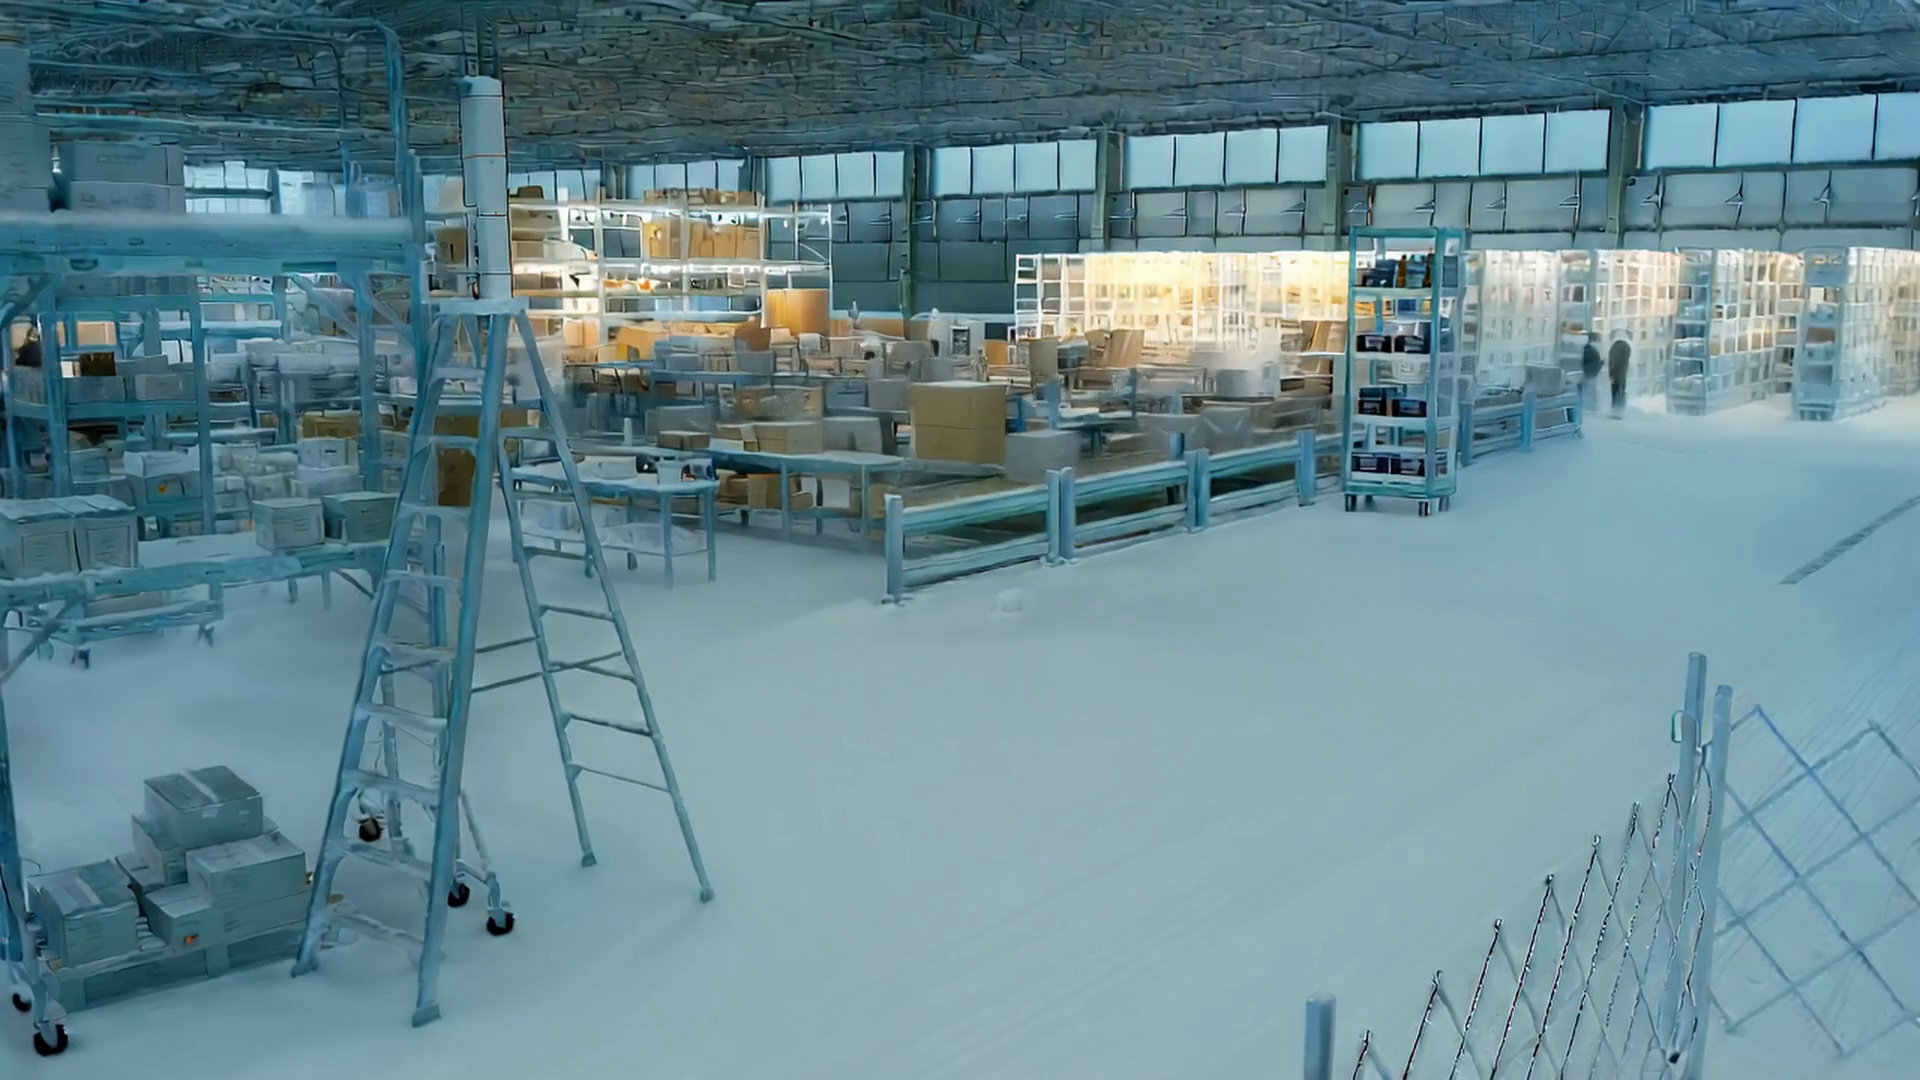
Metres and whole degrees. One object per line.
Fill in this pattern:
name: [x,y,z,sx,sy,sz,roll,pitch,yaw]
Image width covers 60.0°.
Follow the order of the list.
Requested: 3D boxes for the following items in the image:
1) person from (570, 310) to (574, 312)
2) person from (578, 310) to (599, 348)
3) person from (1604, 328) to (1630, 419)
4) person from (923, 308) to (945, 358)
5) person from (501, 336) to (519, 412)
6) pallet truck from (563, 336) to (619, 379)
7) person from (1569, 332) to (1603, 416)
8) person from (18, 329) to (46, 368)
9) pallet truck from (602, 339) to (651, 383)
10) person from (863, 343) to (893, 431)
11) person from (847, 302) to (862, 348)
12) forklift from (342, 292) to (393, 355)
person: [-16.865,-9.287,71.365,0.626,1.788,0.889,7,11,37]
person: [-11.317,-6.037,50.687,0.623,1.932,0.367,-1,9,-9]
person: [13.695,-3.468,34.715,0.400,1.903,0.645,9,13,44]
person: [-0.837,-6.254,51.886,0.623,1.974,0.608,7,11,36]
person: [-9.933,-3.639,36.448,0.558,1.672,0.621,4,10,23]
pallet truck: [-10.690,-5.294,48.215,1.601,1.201,0.680,-5,10,-26]
person: [13.333,-3.539,35.465,0.649,1.814,0.603,2,9,14]
person: [-19.648,-3.548,35.375,0.639,1.863,0.993,-7,12,-39]
pallet truck: [-8.991,-4.871,45.351,0.653,1.274,1.630,7,11,37]
person: [-1.557,-2.785,30.921,0.662,1.747,0.531,2,9,11]
person: [-4.271,-8.739,67.647,0.604,1.885,0.998,-1,9,-6]
forklift: [-16.485,-5.622,45.120,1.129,2.768,1.873,7,11,37]
